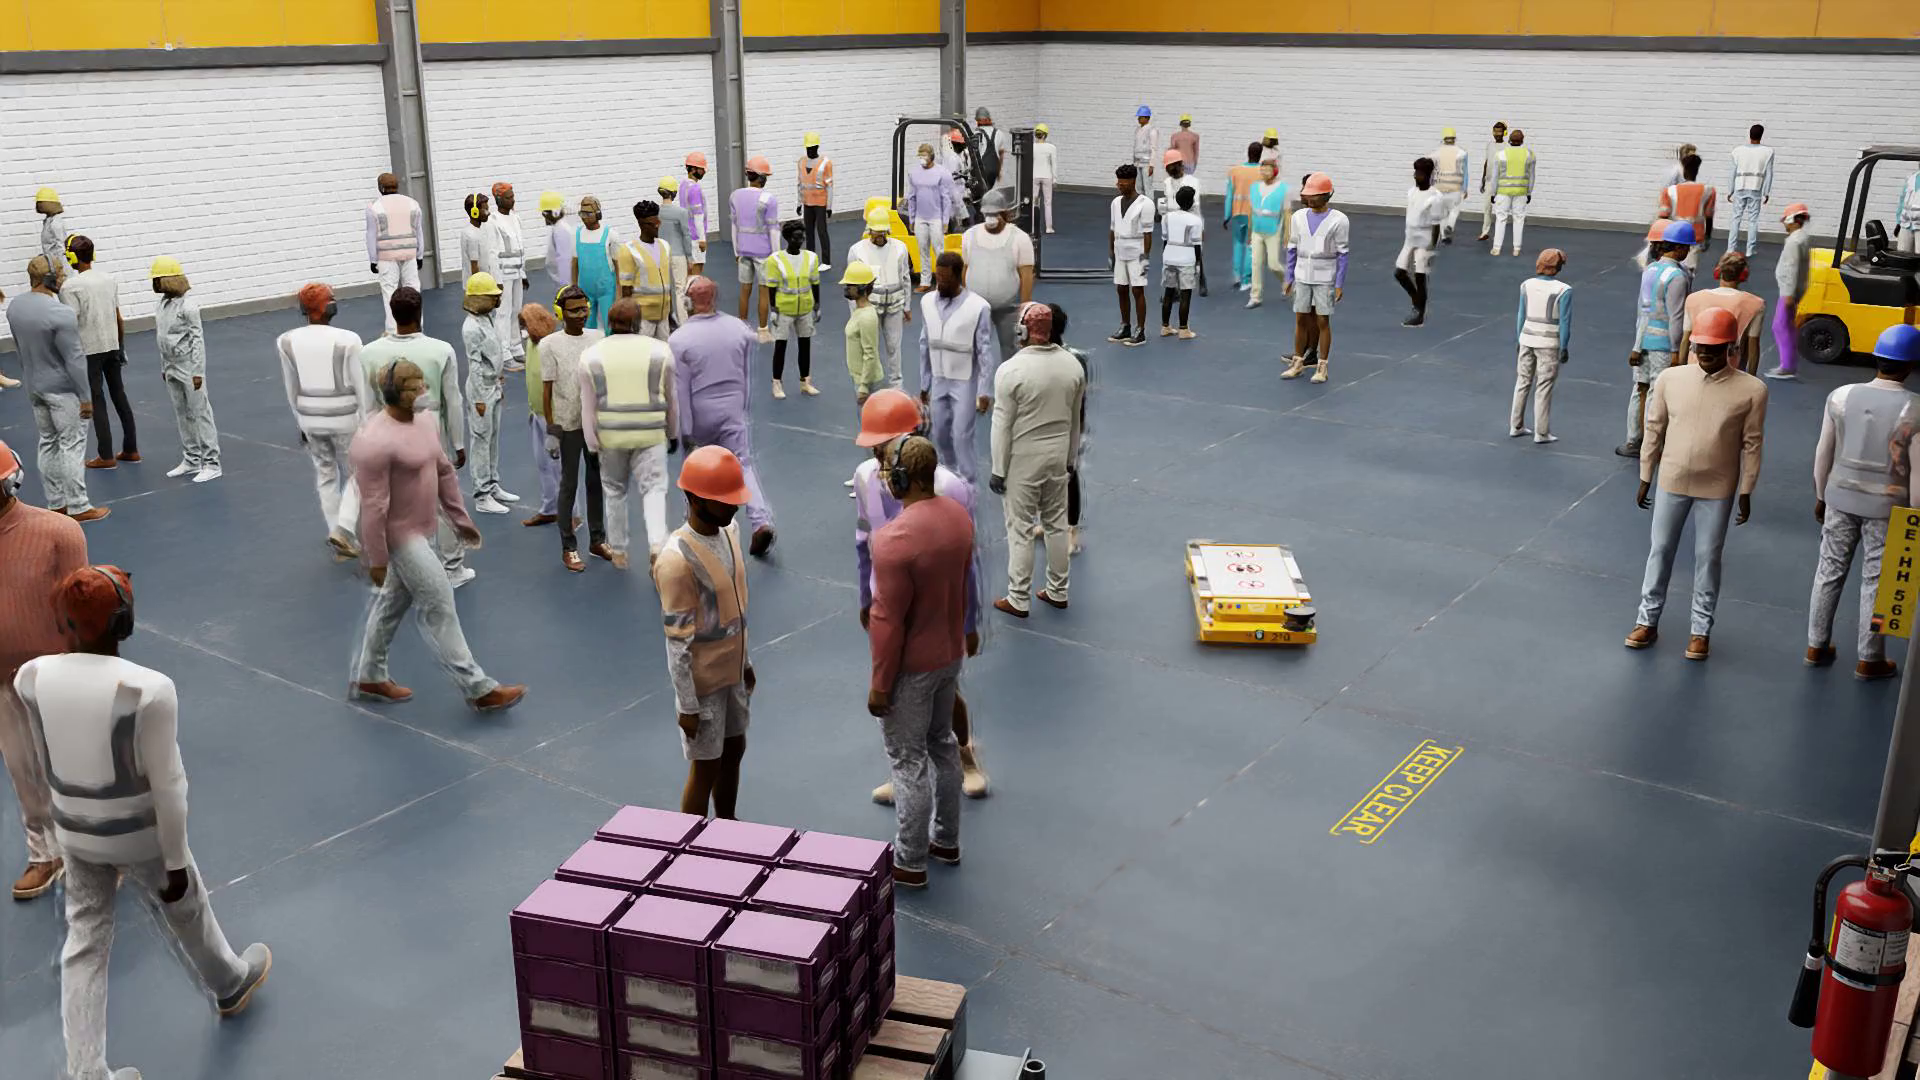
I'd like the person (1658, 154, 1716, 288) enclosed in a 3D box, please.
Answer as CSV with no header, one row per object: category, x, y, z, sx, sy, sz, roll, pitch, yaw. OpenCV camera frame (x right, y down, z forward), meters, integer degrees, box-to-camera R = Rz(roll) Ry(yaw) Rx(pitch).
person,8.542,-3.570,19.624,0.624,1.907,1.014,7,19,20

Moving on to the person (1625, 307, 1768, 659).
person,4.117,-0.314,9.312,0.624,1.992,0.390,12,21,32

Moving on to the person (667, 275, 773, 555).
person,-1.627,-0.833,11.144,0.638,1.871,0.930,-12,21,-32

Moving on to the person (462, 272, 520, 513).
person,-3.426,-1.078,12.107,0.312,1.744,0.487,1,18,2

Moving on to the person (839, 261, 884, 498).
person,-0.732,-1.196,12.441,0.317,1.769,0.523,-2,18,-8

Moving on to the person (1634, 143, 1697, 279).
person,9.738,-4.521,22.782,0.873,1.814,0.517,16,23,40

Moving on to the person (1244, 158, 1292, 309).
person,3.788,-3.760,20.367,0.576,1.825,0.686,15,23,39

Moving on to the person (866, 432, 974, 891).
person,-0.172,0.502,6.878,0.384,1.929,0.635,10,20,28

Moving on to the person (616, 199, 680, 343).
person,-2.727,-2.003,14.641,0.368,1.967,0.600,12,21,32

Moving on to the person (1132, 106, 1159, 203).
person,3.171,-6.505,28.754,0.389,1.948,0.609,-10,21,-30

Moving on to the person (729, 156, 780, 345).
person,-2.201,-3.145,18.117,0.613,2.029,0.409,10,20,28

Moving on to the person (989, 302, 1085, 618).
person,0.438,-0.481,10.003,0.635,1.900,0.398,-13,22,-36

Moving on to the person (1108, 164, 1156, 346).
person,1.843,-3.106,18.126,0.388,1.951,0.616,-15,23,-38

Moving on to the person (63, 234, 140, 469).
person,-6.857,-1.489,13.220,0.345,1.857,0.513,7,19,21

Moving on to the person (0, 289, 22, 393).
person,-9.331,-2.415,15.806,0.375,2.044,0.605,1,18,3

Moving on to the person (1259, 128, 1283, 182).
person,4.915,-5.697,26.568,0.489,1.739,0.324,-4,18,-12

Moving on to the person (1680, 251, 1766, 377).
person,5.635,-1.220,12.400,0.561,1.839,0.394,14,23,38

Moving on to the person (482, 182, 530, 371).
person,-4.569,-2.671,16.868,0.355,1.882,0.576,4,18,13

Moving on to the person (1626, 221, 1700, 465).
person,5.634,-1.578,13.348,0.390,1.945,0.603,-1,18,-3

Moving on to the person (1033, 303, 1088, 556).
person,0.664,-0.749,11.202,0.318,1.669,0.617,-10,20,-29

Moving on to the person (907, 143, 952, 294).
person,-0.390,-4.090,21.240,0.632,1.930,0.377,11,21,30

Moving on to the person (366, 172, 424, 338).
person,-6.220,-3.119,18.347,0.633,1.837,0.428,-15,23,-39

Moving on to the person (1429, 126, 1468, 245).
person,7.536,-5.460,25.712,0.611,1.806,0.547,8,19,24

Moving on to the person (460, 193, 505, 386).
person,-4.648,-2.415,16.111,0.324,1.861,0.510,-6,19,-18

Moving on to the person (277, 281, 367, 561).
person,-4.125,-0.744,10.864,0.577,1.869,0.488,1,18,2

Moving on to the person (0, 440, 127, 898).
person,-3.775,0.524,6.726,0.626,1.980,0.411,0,18,-1

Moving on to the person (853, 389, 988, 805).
person,-0.176,0.270,7.516,0.666,1.998,0.721,12,21,33

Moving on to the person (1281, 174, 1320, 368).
person,3.548,-2.738,16.940,0.364,1.966,0.610,0,18,-1

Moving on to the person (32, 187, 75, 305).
person,-9.606,-2.874,17.722,0.285,1.746,0.488,-13,22,-34

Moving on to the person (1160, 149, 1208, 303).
person,2.829,-3.952,20.882,0.632,1.880,0.924,14,23,38

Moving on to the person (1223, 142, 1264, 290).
person,3.792,-4.250,21.785,0.624,1.890,0.662,7,19,20

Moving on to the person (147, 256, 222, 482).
person,-6.024,-1.318,12.862,0.490,1.744,0.295,11,21,30

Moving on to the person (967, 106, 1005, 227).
person,0.352,-6.106,27.354,0.689,2.000,0.536,-11,21,-32

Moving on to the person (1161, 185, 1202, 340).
person,2.451,-3.069,18.424,0.530,1.689,0.321,15,23,39
